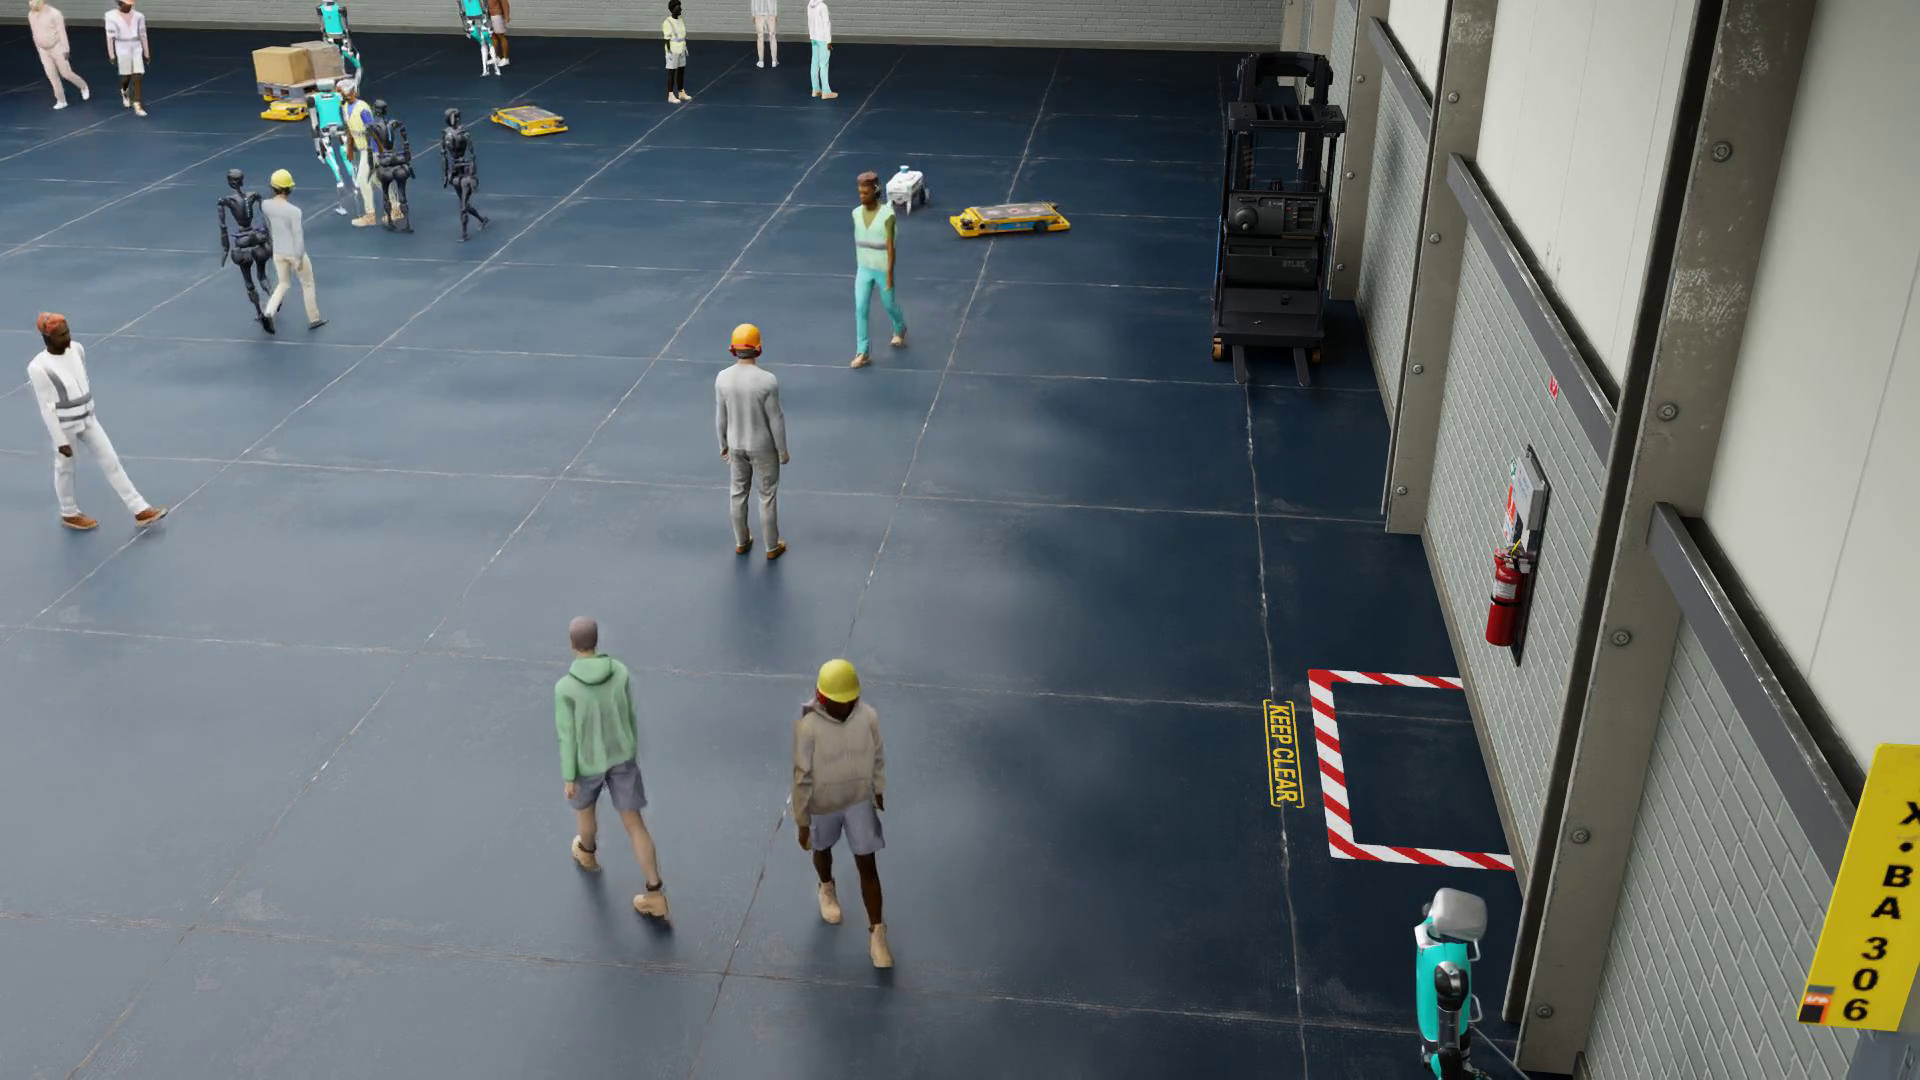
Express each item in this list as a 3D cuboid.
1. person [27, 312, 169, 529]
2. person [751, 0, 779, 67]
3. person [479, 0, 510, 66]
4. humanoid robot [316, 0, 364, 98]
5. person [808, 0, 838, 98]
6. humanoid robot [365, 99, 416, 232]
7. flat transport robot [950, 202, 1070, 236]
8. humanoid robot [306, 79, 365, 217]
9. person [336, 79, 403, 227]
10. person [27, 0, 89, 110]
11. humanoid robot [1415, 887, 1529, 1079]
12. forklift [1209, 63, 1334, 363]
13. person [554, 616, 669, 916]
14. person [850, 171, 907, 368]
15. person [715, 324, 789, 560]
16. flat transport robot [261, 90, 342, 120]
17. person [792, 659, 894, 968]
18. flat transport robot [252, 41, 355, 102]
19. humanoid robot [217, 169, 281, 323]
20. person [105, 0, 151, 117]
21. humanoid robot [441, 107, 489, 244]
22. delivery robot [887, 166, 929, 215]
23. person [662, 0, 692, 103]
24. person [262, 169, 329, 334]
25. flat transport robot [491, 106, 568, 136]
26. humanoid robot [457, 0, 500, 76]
[{"bbox_3d":[-6.919,-0.899,13.170,0.960,1.839,0.604,7,27,13],"label":"person"},{"bbox_3d":[-3.598,-9.692,30.695,0.498,1.876,0.401,-5,27,-9],"label":"person"},{"bbox_3d":[-8.641,-9.767,30.876,0.822,1.848,0.428,15,30,27],"label":"person"},{"bbox_3d":[-10.423,-8.376,28.155,0.536,1.732,0.713,5,27,10],"label":"humanoid robot"},{"bbox_3d":[-2.370,-8.490,28.252,0.383,1.917,0.488,-24,35,-39],"label":"person"},{"bbox_3d":[-7.193,-4.714,20.984,0.601,1.634,0.492,-20,33,-35],"label":"humanoid robot"},{"bbox_3d":[0.641,-4.114,21.352,1.431,0.231,0.659,-6,27,-12],"label":"flat transport robot"},{"bbox_3d":[-8.025,-4.983,21.519,0.532,1.849,0.728,-15,30,-28],"label":"humanoid robot"},{"bbox_3d":[-7.598,-4.940,21.238,0.841,1.846,0.546,-20,33,-34],"label":"person"},{"bbox_3d":[-15.040,-8.151,27.629,0.662,1.869,0.660,5,27,9],"label":"person"},{"bbox_3d":[2.206,2.209,6.979,0.729,1.696,0.532,3,27,6],"label":"humanoid robot"},{"bbox_3d":[3.241,-3.477,17.183,1.129,2.768,1.873,3,27,6],"label":"forklift"},{"bbox_3d":[-1.942,1.240,9.090,0.509,1.678,0.946,-17,31,-30],"label":"person"},{"bbox_3d":[-0.831,-2.776,16.816,0.493,1.948,0.926,11,29,21],"label":"person"},{"bbox_3d":[-1.600,-0.750,12.833,0.569,1.889,0.389,7,28,14],"label":"person"},{"bbox_3d":[-10.804,-7.187,27.485,0.659,0.231,1.431,9,28,17],"label":"flat transport robot"},{"bbox_3d":[-0.607,1.416,8.687,0.543,1.724,0.894,-8,28,-16],"label":"person"},{"bbox_3d":[-11.044,-7.490,28.091,1.431,0.231,0.659,16,31,28],"label":"flat transport robot"},{"bbox_3d":[-7.643,-3.153,17.866,0.359,1.647,0.598,20,33,35],"label":"humanoid robot"},{"bbox_3d":[-13.549,-7.954,27.092,0.663,2.003,0.686,-23,35,-38],"label":"person"},{"bbox_3d":[-6.184,-4.593,20.778,0.583,1.633,0.726,15,30,27],"label":"humanoid robot"},{"bbox_3d":[-0.733,-4.679,22.150,0.499,0.586,0.782,6,27,12],"label":"delivery robot"},{"bbox_3d":[-4.769,-8.225,27.973,0.322,1.691,0.531,14,30,25],"label":"person"},{"bbox_3d":[-7.100,-3.013,17.501,0.519,1.741,0.698,9,28,17],"label":"person"},{"bbox_3d":[-6.862,-6.676,26.466,0.659,0.231,1.431,-19,32,-33],"label":"flat transport robot"},{"bbox_3d":[-8.632,-9.207,29.904,0.589,1.801,0.831,-1,27,-3],"label":"humanoid robot"}]
